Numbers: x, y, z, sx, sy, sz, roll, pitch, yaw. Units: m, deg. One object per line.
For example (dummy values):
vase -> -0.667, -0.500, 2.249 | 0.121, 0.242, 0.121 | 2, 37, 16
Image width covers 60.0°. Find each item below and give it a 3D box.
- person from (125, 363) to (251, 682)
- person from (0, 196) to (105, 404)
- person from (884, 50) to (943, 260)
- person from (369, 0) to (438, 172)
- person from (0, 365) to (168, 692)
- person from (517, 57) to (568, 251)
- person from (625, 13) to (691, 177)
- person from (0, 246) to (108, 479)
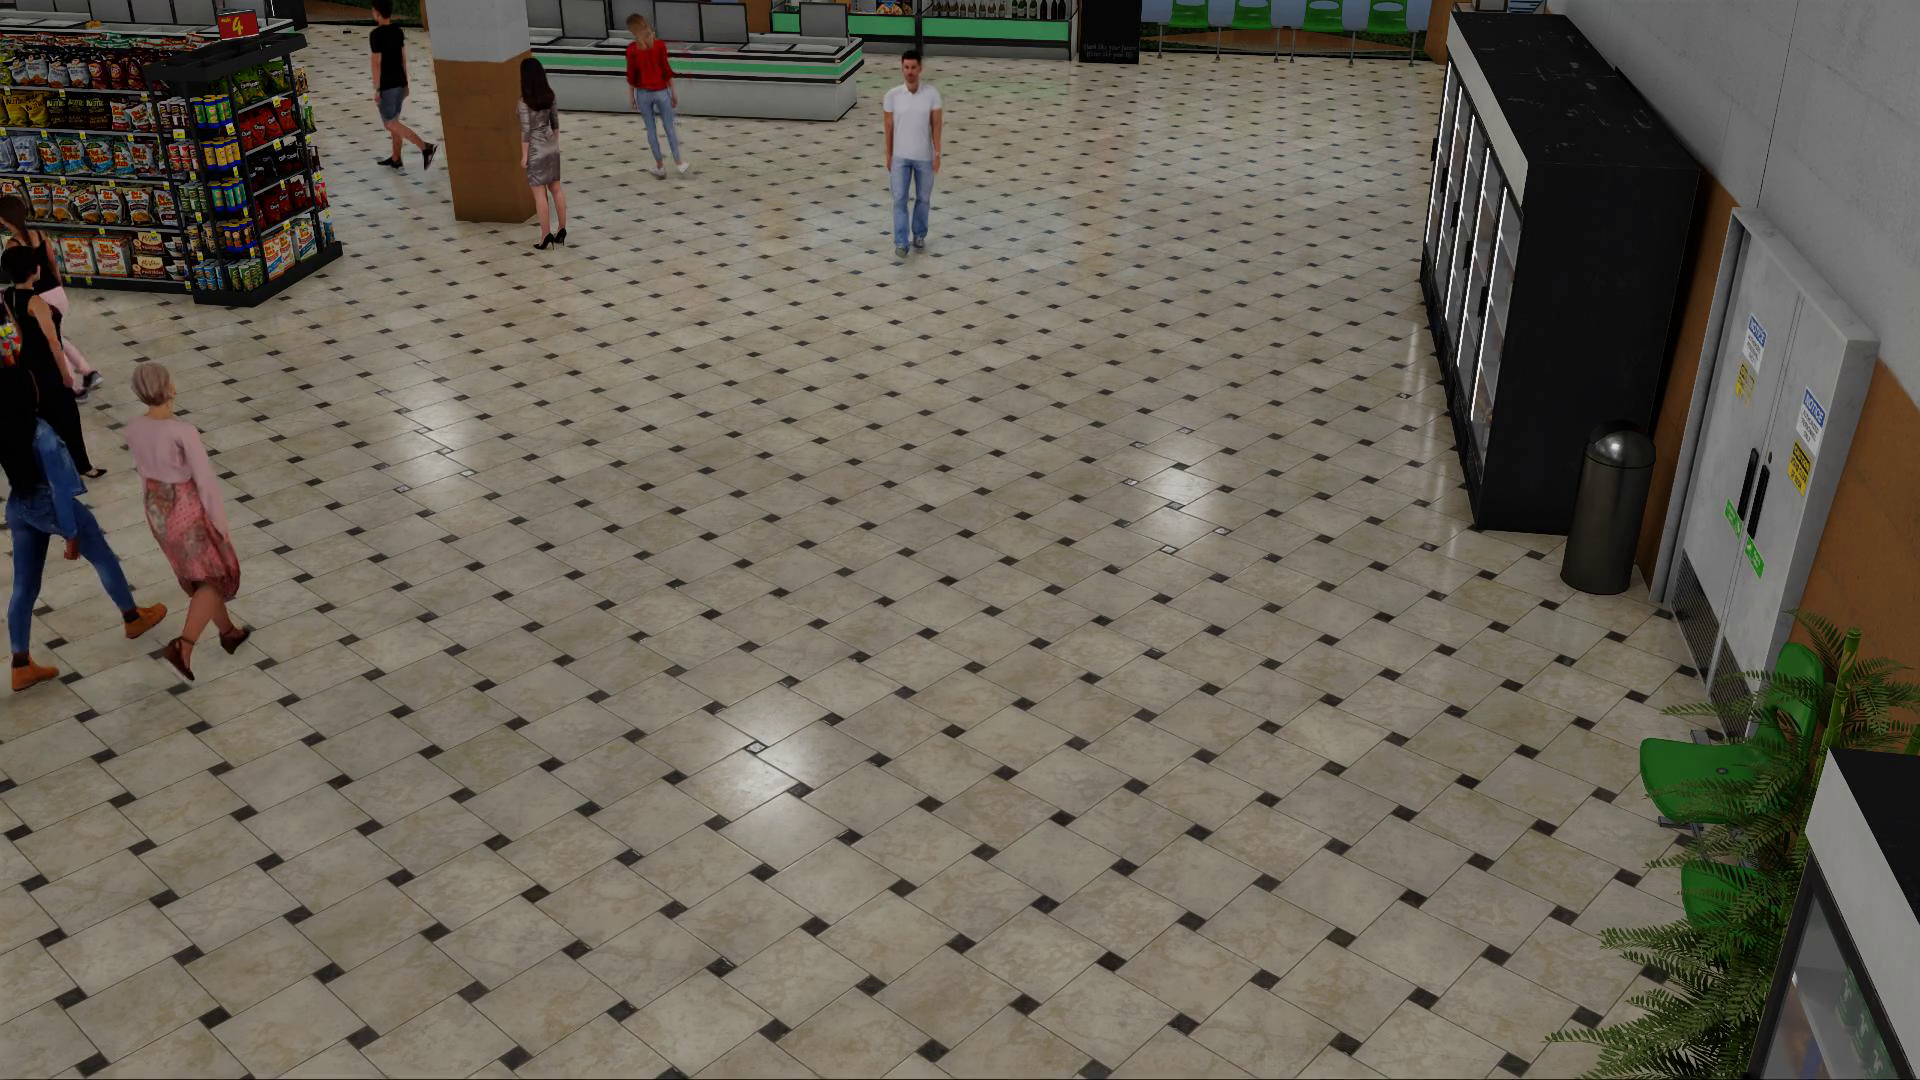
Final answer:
person -> -4.004, -0.058, 8.501 | 0.886, 1.673, 0.686 | 8, 28, 15
person -> -6.462, -1.673, 11.829 | 0.604, 1.544, 0.542 | 7, 28, 14
person -> -0.416, -3.512, 15.148 | 1.088, 1.822, 0.856 | 1, 27, 1
person -> -5.997, -4.827, 17.734 | 1.067, 1.828, 0.746 | 8, 28, 15
person -> -4.708, -0.031, 8.458 | 1.144, 1.665, 0.826 | 10, 29, 19
person -> -3.849, -3.551, 15.309 | 0.638, 1.746, 0.655 | 17, 31, 30
person -> -3.220, -4.690, 17.636 | 0.773, 1.673, 0.911 | -3, 27, -6
person -> -5.892, -1.060, 10.567 | 0.811, 1.592, 0.802 | 16, 31, 28
